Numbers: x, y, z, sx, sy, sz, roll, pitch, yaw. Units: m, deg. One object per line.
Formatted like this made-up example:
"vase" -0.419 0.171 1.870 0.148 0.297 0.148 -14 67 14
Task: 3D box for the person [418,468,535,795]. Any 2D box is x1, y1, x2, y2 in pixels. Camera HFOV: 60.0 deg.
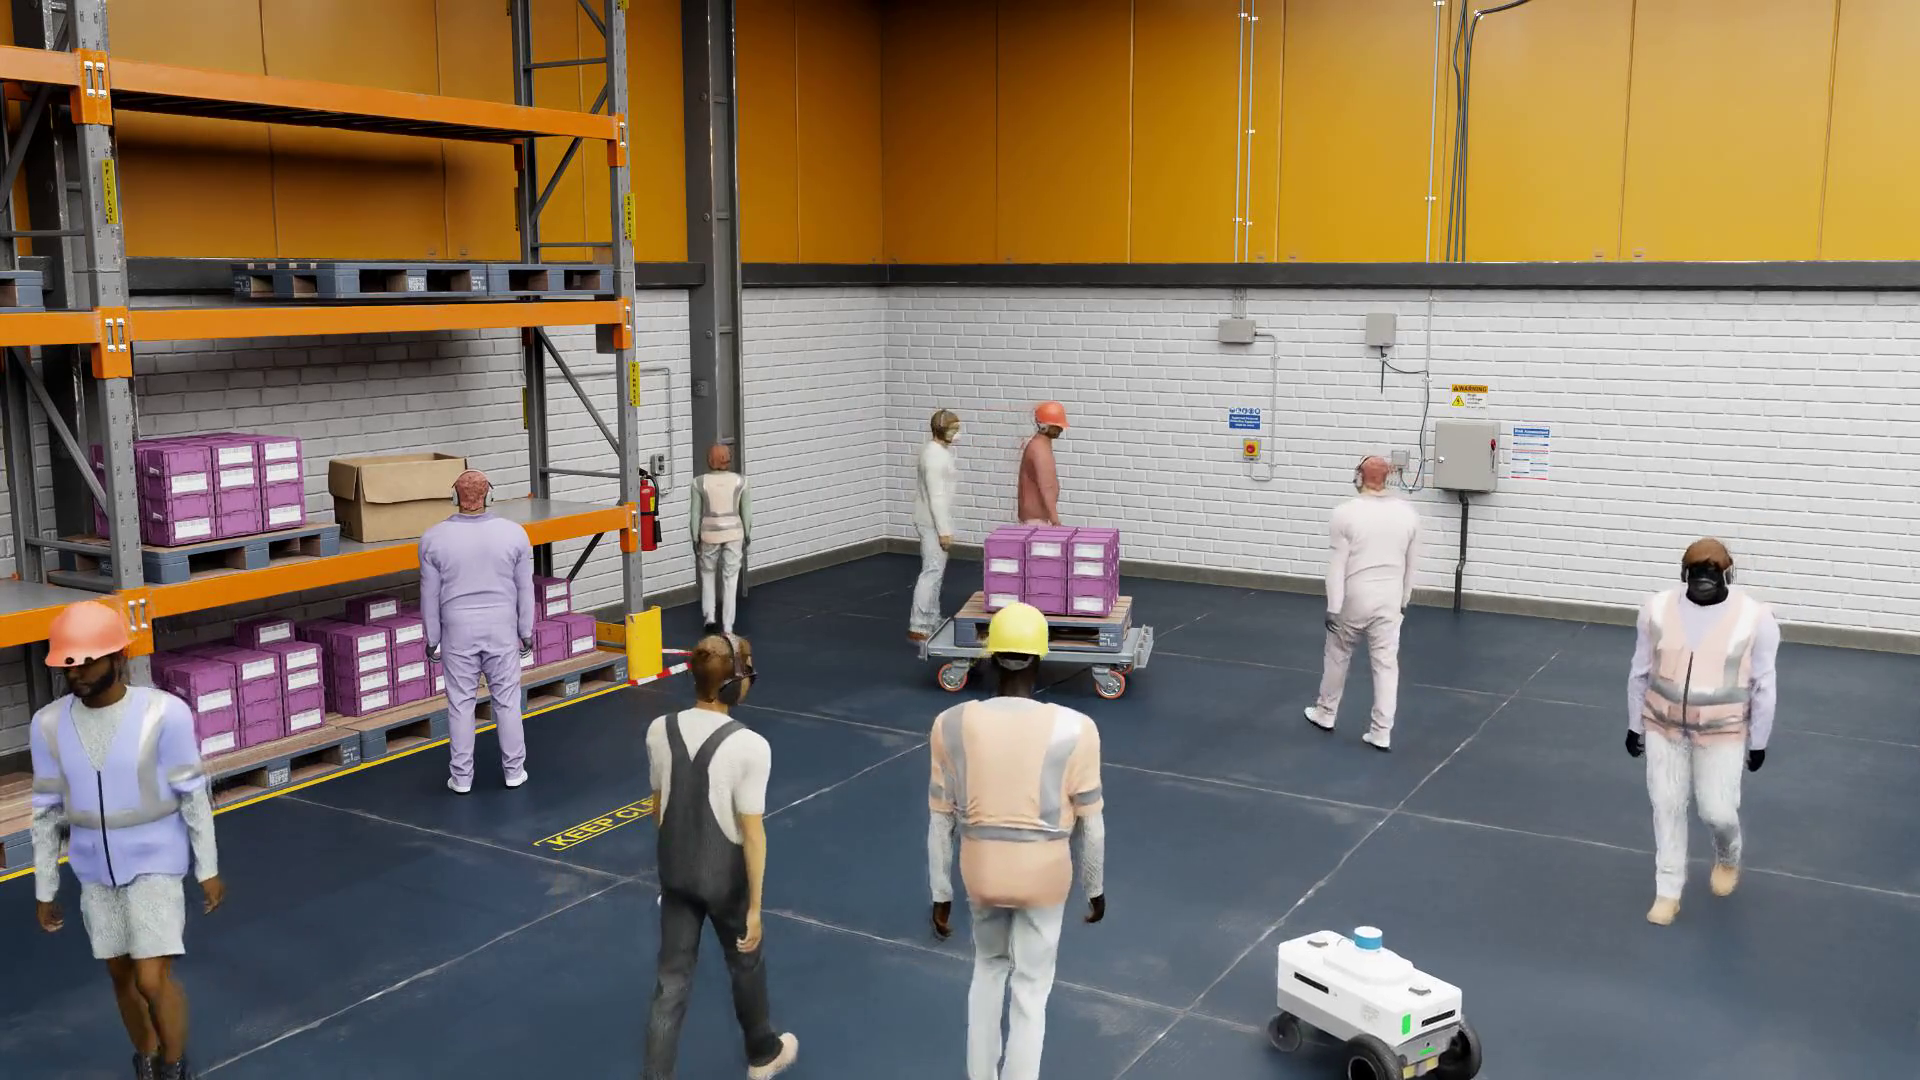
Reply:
"person" -2.807 0.534 9.710 0.643 1.908 0.408 -3 10 -20

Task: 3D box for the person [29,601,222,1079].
"person" -2.911 1.149 5.797 0.599 1.924 0.564 0 9 -2

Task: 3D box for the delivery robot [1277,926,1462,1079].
"delivery robot" 1.535 1.708 6.292 0.477 0.478 0.707 -6 11 -32

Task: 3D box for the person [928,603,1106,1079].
"person" 0.203 1.166 5.783 0.594 1.905 0.516 3 10 17

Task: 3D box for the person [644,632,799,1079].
"person" -0.878 1.207 5.898 0.524 1.791 0.955 3 10 19

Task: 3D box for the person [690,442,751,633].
"person" -2.017 -0.015 14.031 0.518 1.623 0.481 -2 9 -10

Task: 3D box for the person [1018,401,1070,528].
"person" 0.744 -0.219 14.237 0.605 1.959 0.637 1 9 4

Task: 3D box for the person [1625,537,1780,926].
"person" 3.470 0.880 7.806 0.637 1.830 0.536 7 12 38

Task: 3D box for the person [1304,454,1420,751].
"person" 2.596 0.374 10.807 0.668 1.865 0.915 -2 9 -14

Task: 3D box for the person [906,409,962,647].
"person" -0.216 -0.106 13.619 0.454 1.940 0.801 0 9 -1
